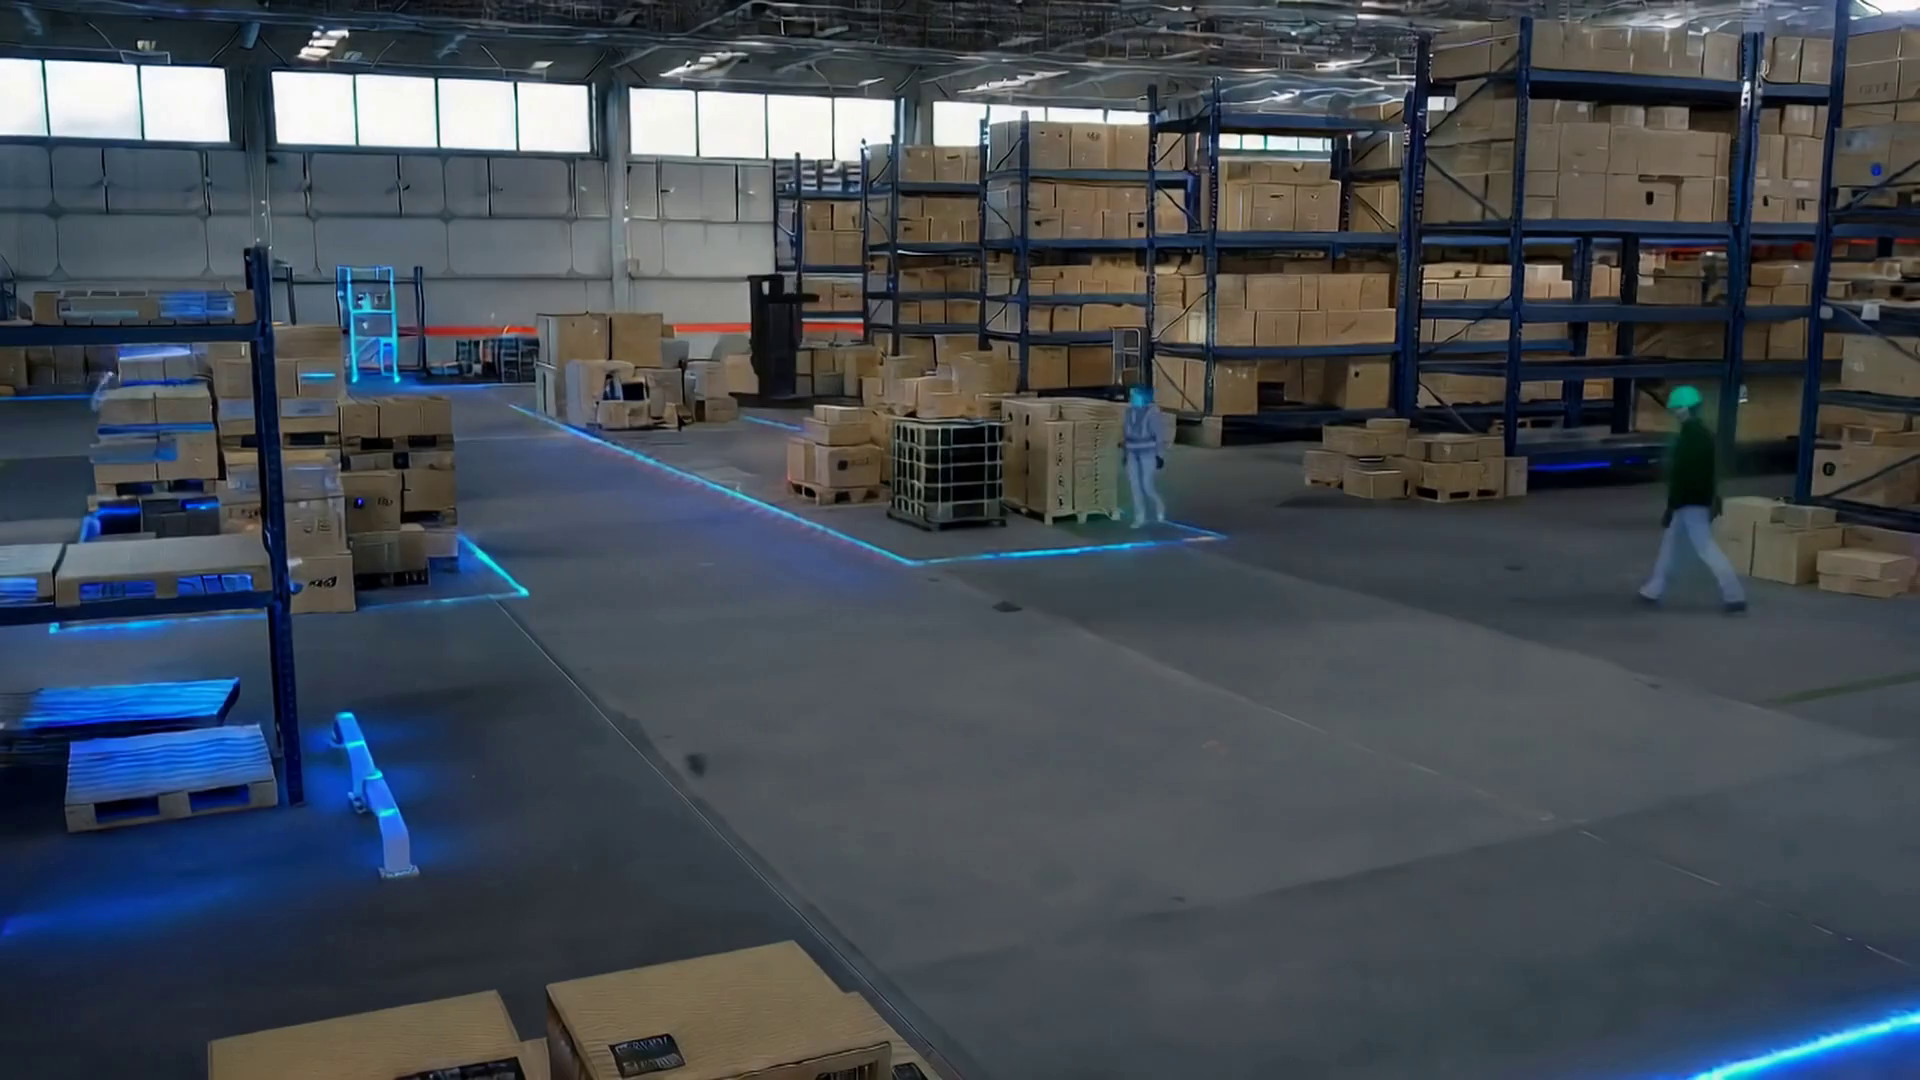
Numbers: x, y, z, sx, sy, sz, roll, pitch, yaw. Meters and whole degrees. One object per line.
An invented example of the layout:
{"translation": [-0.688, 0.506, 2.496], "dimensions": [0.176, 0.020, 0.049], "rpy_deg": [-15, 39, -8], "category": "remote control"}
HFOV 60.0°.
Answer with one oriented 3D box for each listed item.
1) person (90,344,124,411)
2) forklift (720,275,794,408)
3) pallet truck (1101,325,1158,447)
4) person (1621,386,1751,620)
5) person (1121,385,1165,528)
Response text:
{"translation": [-17.769, -3.639, 34.755], "dimensions": [0.977, 1.890, 0.558], "rpy_deg": [-9, 13, -44], "category": "person"}
{"translation": [-4.145, -4.284, 35.666], "dimensions": [1.873, 2.768, 1.129], "rpy_deg": [5, 10, 27], "category": "forklift"}
{"translation": [2.881, -2.596, 27.923], "dimensions": [0.823, 1.965, 1.885], "rpy_deg": [-1, 9, -7], "category": "pallet truck"}
{"translation": [6.198, -0.319, 13.997], "dimensions": [1.038, 1.949, 0.648], "rpy_deg": [6, 11, 34], "category": "person"}
{"translation": [2.063, -0.938, 18.812], "dimensions": [0.386, 1.623, 0.524], "rpy_deg": [-8, 12, -42], "category": "person"}
